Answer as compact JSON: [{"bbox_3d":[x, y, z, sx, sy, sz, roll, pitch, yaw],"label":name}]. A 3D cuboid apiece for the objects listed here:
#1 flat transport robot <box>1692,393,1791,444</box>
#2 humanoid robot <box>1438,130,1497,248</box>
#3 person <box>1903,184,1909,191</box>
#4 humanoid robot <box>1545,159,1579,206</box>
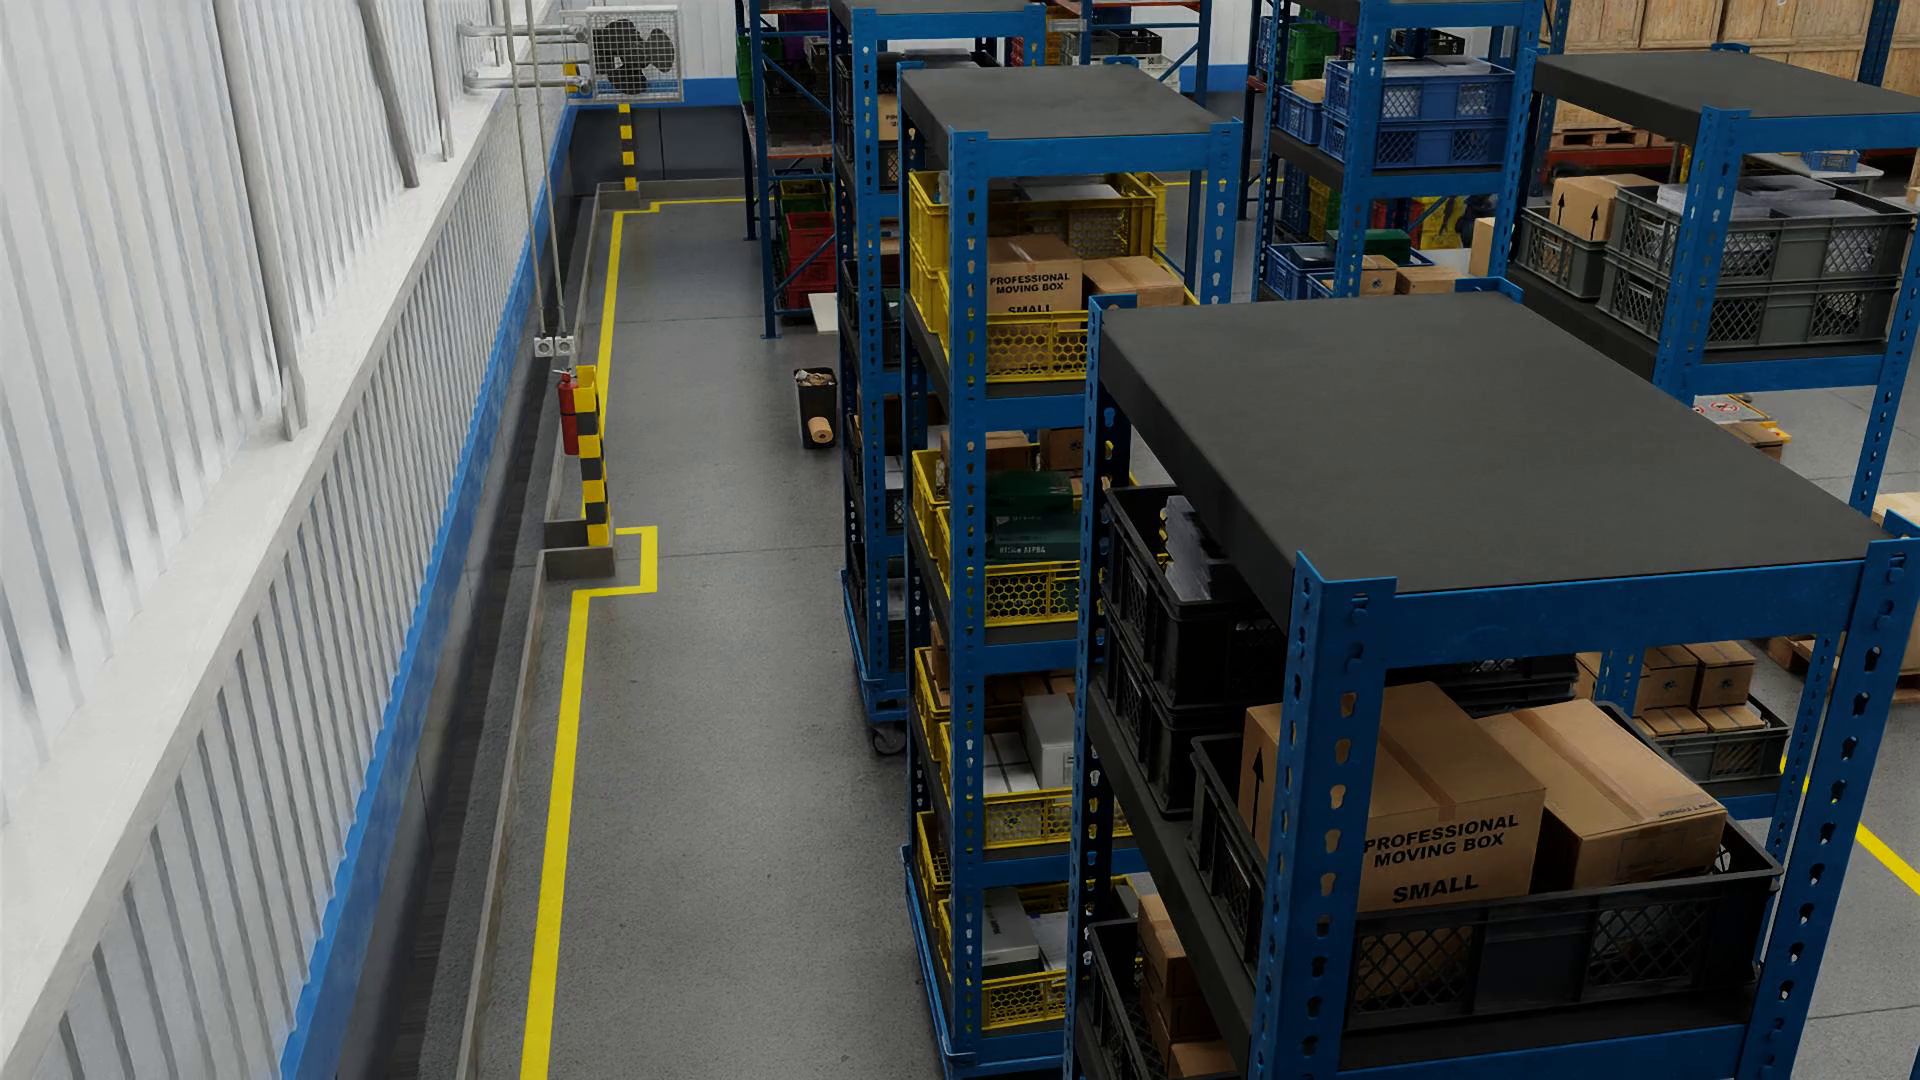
[{"bbox_3d":[5.224,-0.859,12.132,1.431,0.197,0.652,-4,25,-8],"label":"flat transport robot"},{"bbox_3d":[4.613,-2.842,14.851,0.791,1.615,0.582,-21,32,-38],"label":"humanoid robot"},{"bbox_3d":[11.296,-5.008,19.148,0.626,1.982,0.424,-16,29,-31],"label":"person"},{"bbox_3d":[4.911,-2.278,13.574,0.599,1.647,0.443,-22,32,-39],"label":"humanoid robot"}]
